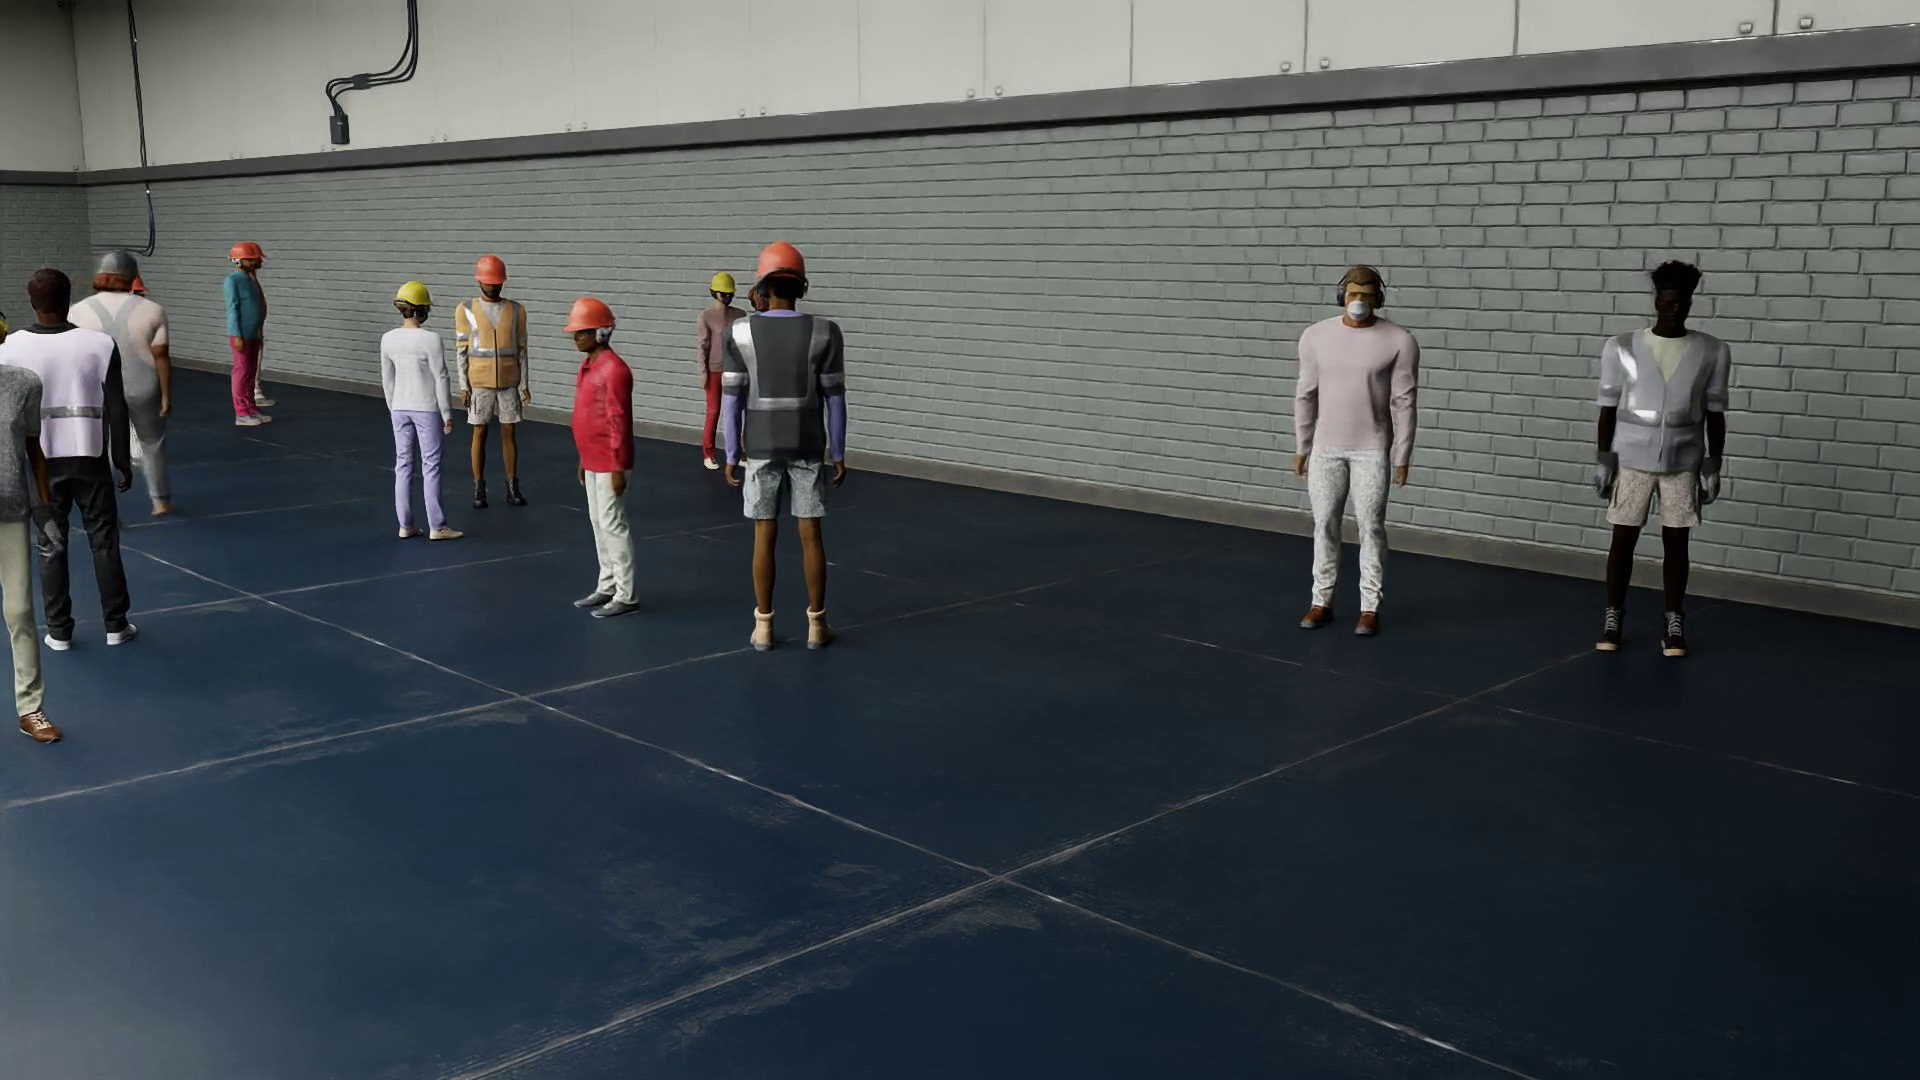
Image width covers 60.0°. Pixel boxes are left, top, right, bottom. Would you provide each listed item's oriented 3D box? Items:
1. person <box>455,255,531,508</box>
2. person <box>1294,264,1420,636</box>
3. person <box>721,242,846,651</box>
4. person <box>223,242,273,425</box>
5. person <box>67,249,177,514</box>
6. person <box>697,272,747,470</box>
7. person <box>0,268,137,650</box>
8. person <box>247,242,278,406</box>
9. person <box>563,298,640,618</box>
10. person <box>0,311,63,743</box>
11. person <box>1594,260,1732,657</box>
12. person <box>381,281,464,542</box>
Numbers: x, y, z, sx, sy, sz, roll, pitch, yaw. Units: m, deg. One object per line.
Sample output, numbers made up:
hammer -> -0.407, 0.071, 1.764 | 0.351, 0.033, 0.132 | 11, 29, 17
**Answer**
person -> -3.560, -1.207, 12.737 | 0.543, 1.928, 0.372 | -5, 12, -25
person -> 2.059, -0.466, 8.701 | 0.627, 1.933, 0.374 | 5, 12, 27
person -> -0.881, -0.459, 8.354 | 0.622, 2.041, 0.389 | -1, 10, -6
person -> -7.854, -2.265, 18.319 | 0.382, 1.996, 0.608 | 0, 10, 0
person -> -6.042, -1.131, 12.014 | 0.695, 2.000, 1.008 | -3, 11, -15
person -> -2.093, -1.501, 14.823 | 0.523, 1.756, 0.356 | -9, 14, -40
person -> -4.483, -0.396, 8.355 | 0.587, 1.913, 0.391 | -5, 12, -25
person -> -8.606, -2.624, 20.306 | 0.414, 1.984, 0.636 | -6, 12, -31
person -> -1.973, -0.449, 9.111 | 0.350, 1.742, 0.573 | -6, 12, -29
person -> -3.920, -0.070, 6.711 | 0.518, 1.865, 0.326 | -9, 13, -39
person -> 3.462, -0.397, 8.238 | 0.608, 1.960, 0.375 | 3, 11, 18
person -> -3.678, -0.868, 11.328 | 0.525, 1.769, 0.310 | 4, 11, 20
